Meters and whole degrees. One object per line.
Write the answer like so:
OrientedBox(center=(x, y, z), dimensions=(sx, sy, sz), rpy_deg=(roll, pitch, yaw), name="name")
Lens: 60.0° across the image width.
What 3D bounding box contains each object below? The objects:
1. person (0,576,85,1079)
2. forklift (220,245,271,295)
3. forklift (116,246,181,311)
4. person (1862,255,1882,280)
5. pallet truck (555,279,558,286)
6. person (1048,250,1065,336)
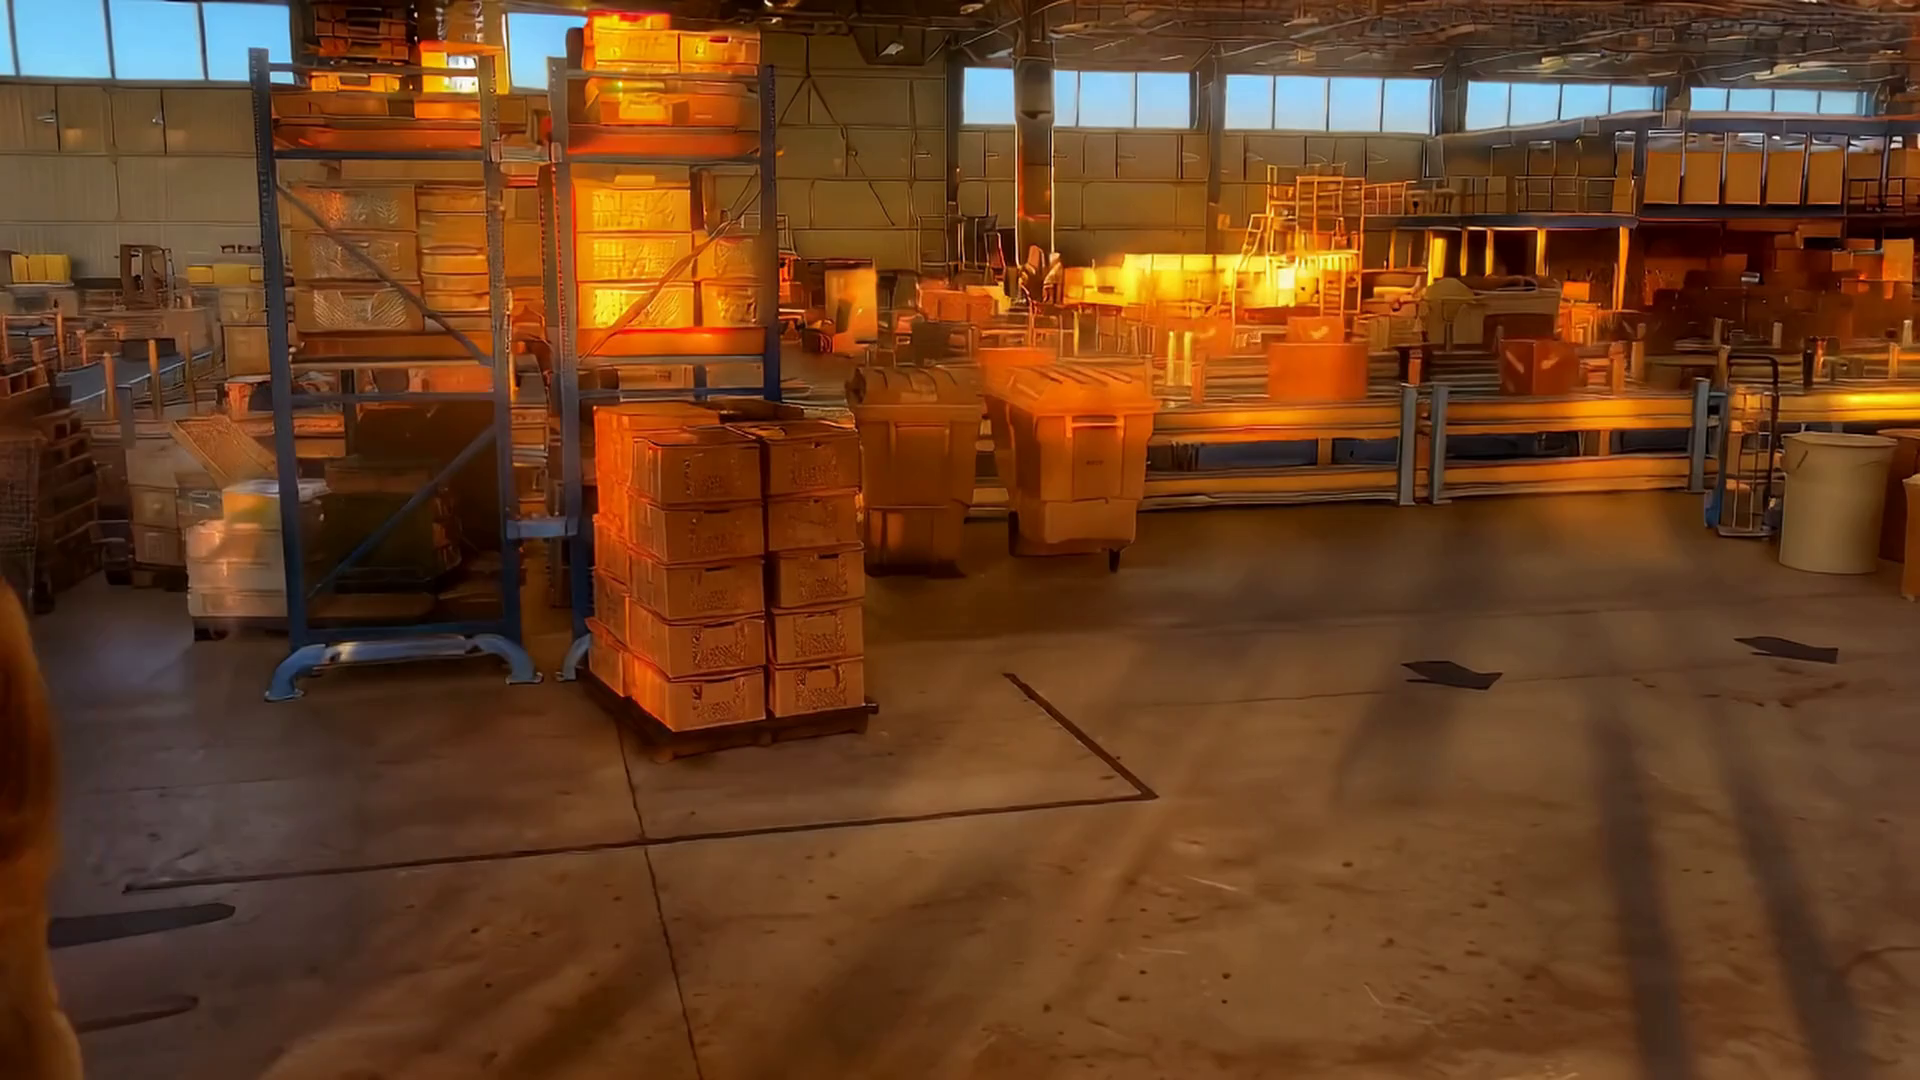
OrientedBox(center=(-2.102, 0.664, 3.250), dimensions=(0.737, 1.808, 0.597), rpy_deg=(-3, 11, -19), name="person")
OrientedBox(center=(-17.749, -6.334, 41.440), dimensions=(1.157, 1.987, 2.680), rpy_deg=(-3, 10, -17), name="forklift")
OrientedBox(center=(-19.966, -6.232, 40.894), dimensions=(1.157, 1.987, 2.680), rpy_deg=(-3, 10, -15), name="forklift")
OrientedBox(center=(28.015, -7.823, 51.069), dimensions=(0.585, 1.882, 0.337), rpy_deg=(8, 13, 39), name="person")
OrientedBox(center=(-10.604, -6.375, 44.520), dimensions=(0.653, 1.274, 1.630), rpy_deg=(-3, 10, -15), name="pallet truck")
OrientedBox(center=(2.280, -5.856, 39.482), dimensions=(0.395, 2.044, 0.609), rpy_deg=(4, 11, 19), name="person")
